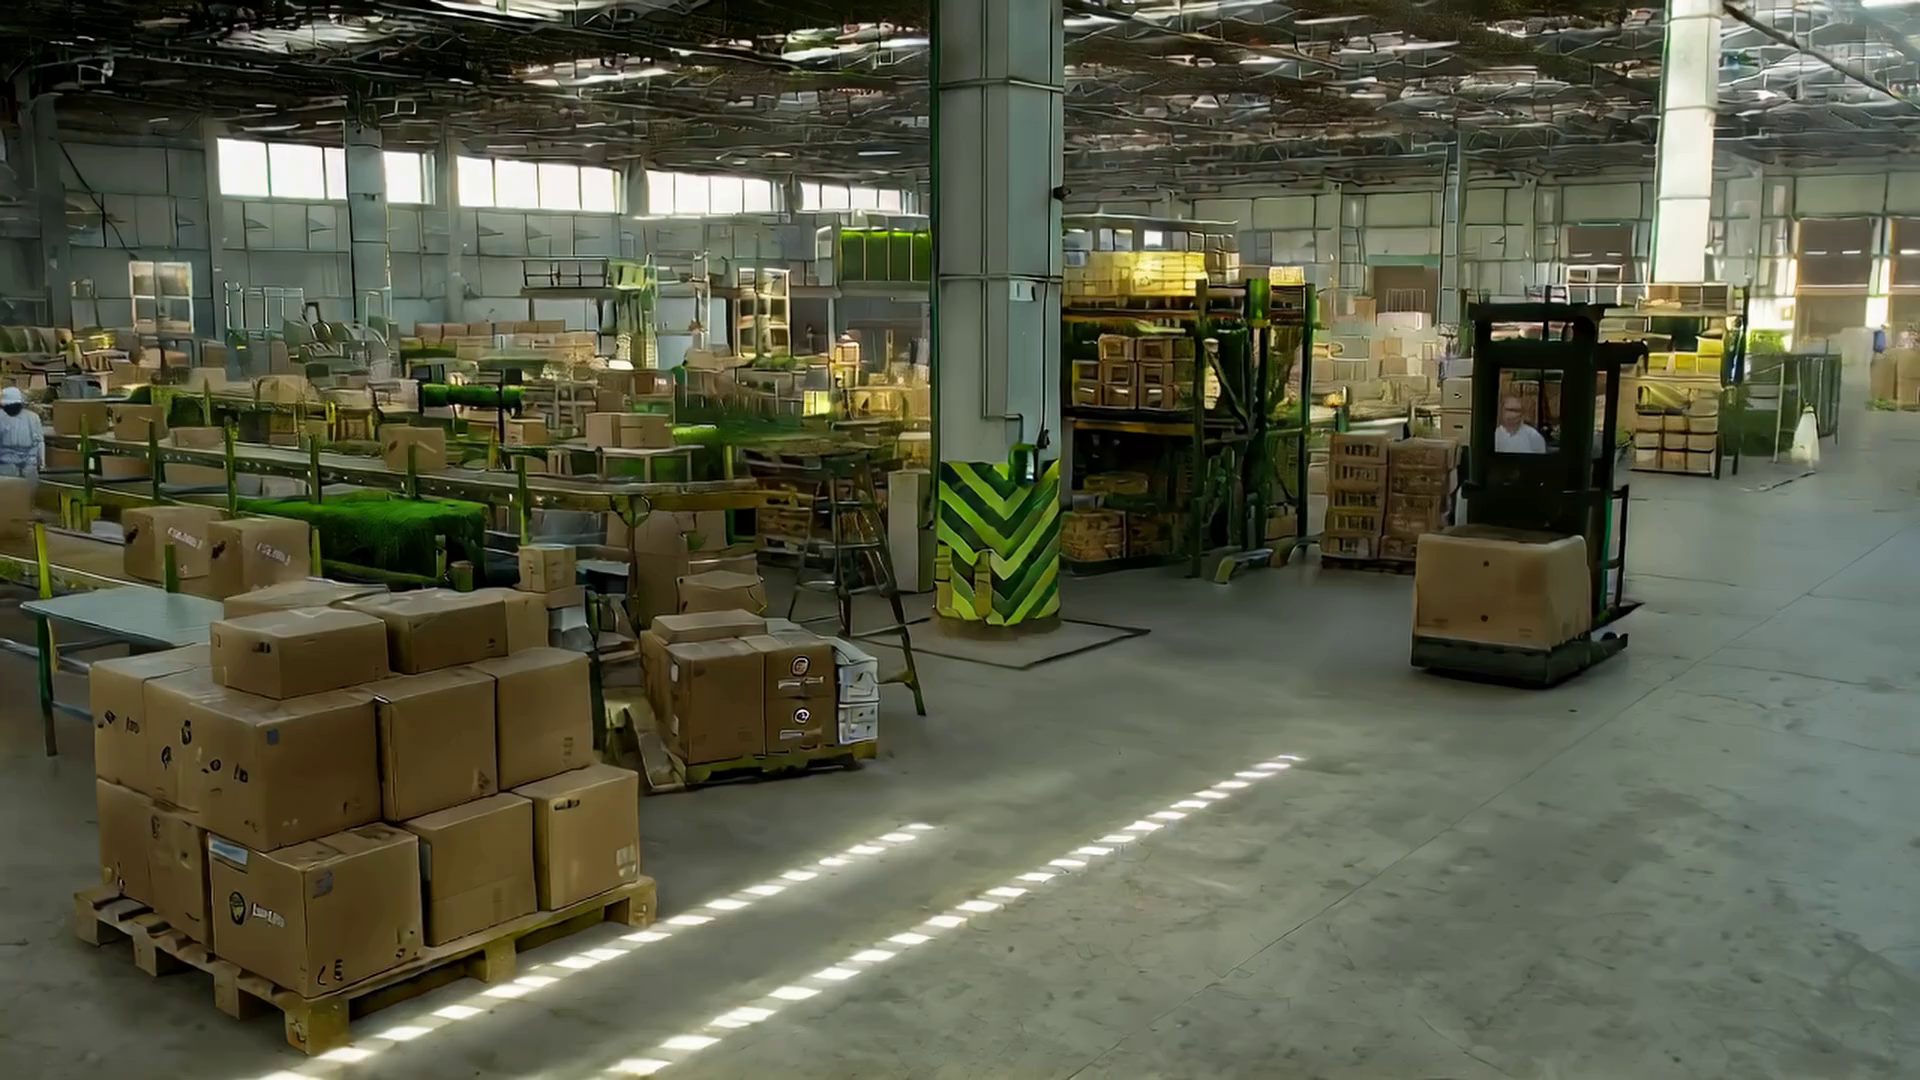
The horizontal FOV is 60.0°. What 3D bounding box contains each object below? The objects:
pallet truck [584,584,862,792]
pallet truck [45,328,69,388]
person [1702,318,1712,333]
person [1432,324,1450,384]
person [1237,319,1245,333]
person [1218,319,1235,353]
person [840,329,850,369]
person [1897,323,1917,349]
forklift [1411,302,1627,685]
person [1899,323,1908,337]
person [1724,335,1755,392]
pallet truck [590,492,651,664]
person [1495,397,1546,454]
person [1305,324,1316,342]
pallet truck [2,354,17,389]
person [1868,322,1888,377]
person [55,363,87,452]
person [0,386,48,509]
[{"bbox_3d":[-1.426,0.805,10.019,1.601,1.201,0.680,-4,9,-26],"label":"pallet truck"},{"bbox_3d":[-23.775,-4.544,43.495,1.885,1.965,0.823,6,10,35],"label":"pallet truck"},{"bbox_3d":[32.566,-8.774,72.536,0.429,1.844,0.624,5,10,31],"label":"person"},{"bbox_3d":[15.281,-5.892,52.861,0.551,1.924,0.534,2,9,14],"label":"person"},{"bbox_3d":[11.615,-8.223,68.548,0.392,1.929,0.541,3,9,21],"label":"person"},{"bbox_3d":[9.479,-6.867,59.233,0.640,1.970,0.496,0,8,-1],"label":"person"},{"bbox_3d":[-3.694,-5.930,53.692,0.306,1.744,0.483,5,10,29],"label":"person"},{"bbox_3d":[27.497,-5.276,48.282,0.537,2.000,0.689,8,11,42],"label":"person"},{"bbox_3d":[4.379,-0.438,12.852,1.129,2.768,1.873,7,11,37],"label":"forklift"},{"bbox_3d":[32.255,-6.470,56.860,0.353,1.883,0.573,5,10,29],"label":"person"},{"bbox_3d":[16.767,-3.384,35.690,0.619,2.010,0.983,-1,9,-9],"label":"person"},{"bbox_3d":[-3.115,0.344,12.883,0.653,1.274,1.630,7,11,37],"label":"pallet truck"},{"bbox_3d":[5.493,-0.495,16.610,0.828,1.873,0.645,-8,11,-42],"label":"person"},{"bbox_3d":[14.973,-8.596,71.196,0.575,1.883,0.355,3,9,22],"label":"person"},{"bbox_3d":[-24.881,-4.417,42.634,1.885,1.965,0.823,8,11,41],"label":"pallet truck"},{"bbox_3d":[32.038,-6.609,57.698,0.972,1.902,0.644,0,8,3],"label":"person"},{"bbox_3d":[-16.244,-2.426,30.434,0.498,1.634,0.283,-2,9,-13],"label":"person"},{"bbox_3d":[-11.111,-0.910,19.601,0.619,1.821,0.414,-5,10,-33],"label":"person"}]
